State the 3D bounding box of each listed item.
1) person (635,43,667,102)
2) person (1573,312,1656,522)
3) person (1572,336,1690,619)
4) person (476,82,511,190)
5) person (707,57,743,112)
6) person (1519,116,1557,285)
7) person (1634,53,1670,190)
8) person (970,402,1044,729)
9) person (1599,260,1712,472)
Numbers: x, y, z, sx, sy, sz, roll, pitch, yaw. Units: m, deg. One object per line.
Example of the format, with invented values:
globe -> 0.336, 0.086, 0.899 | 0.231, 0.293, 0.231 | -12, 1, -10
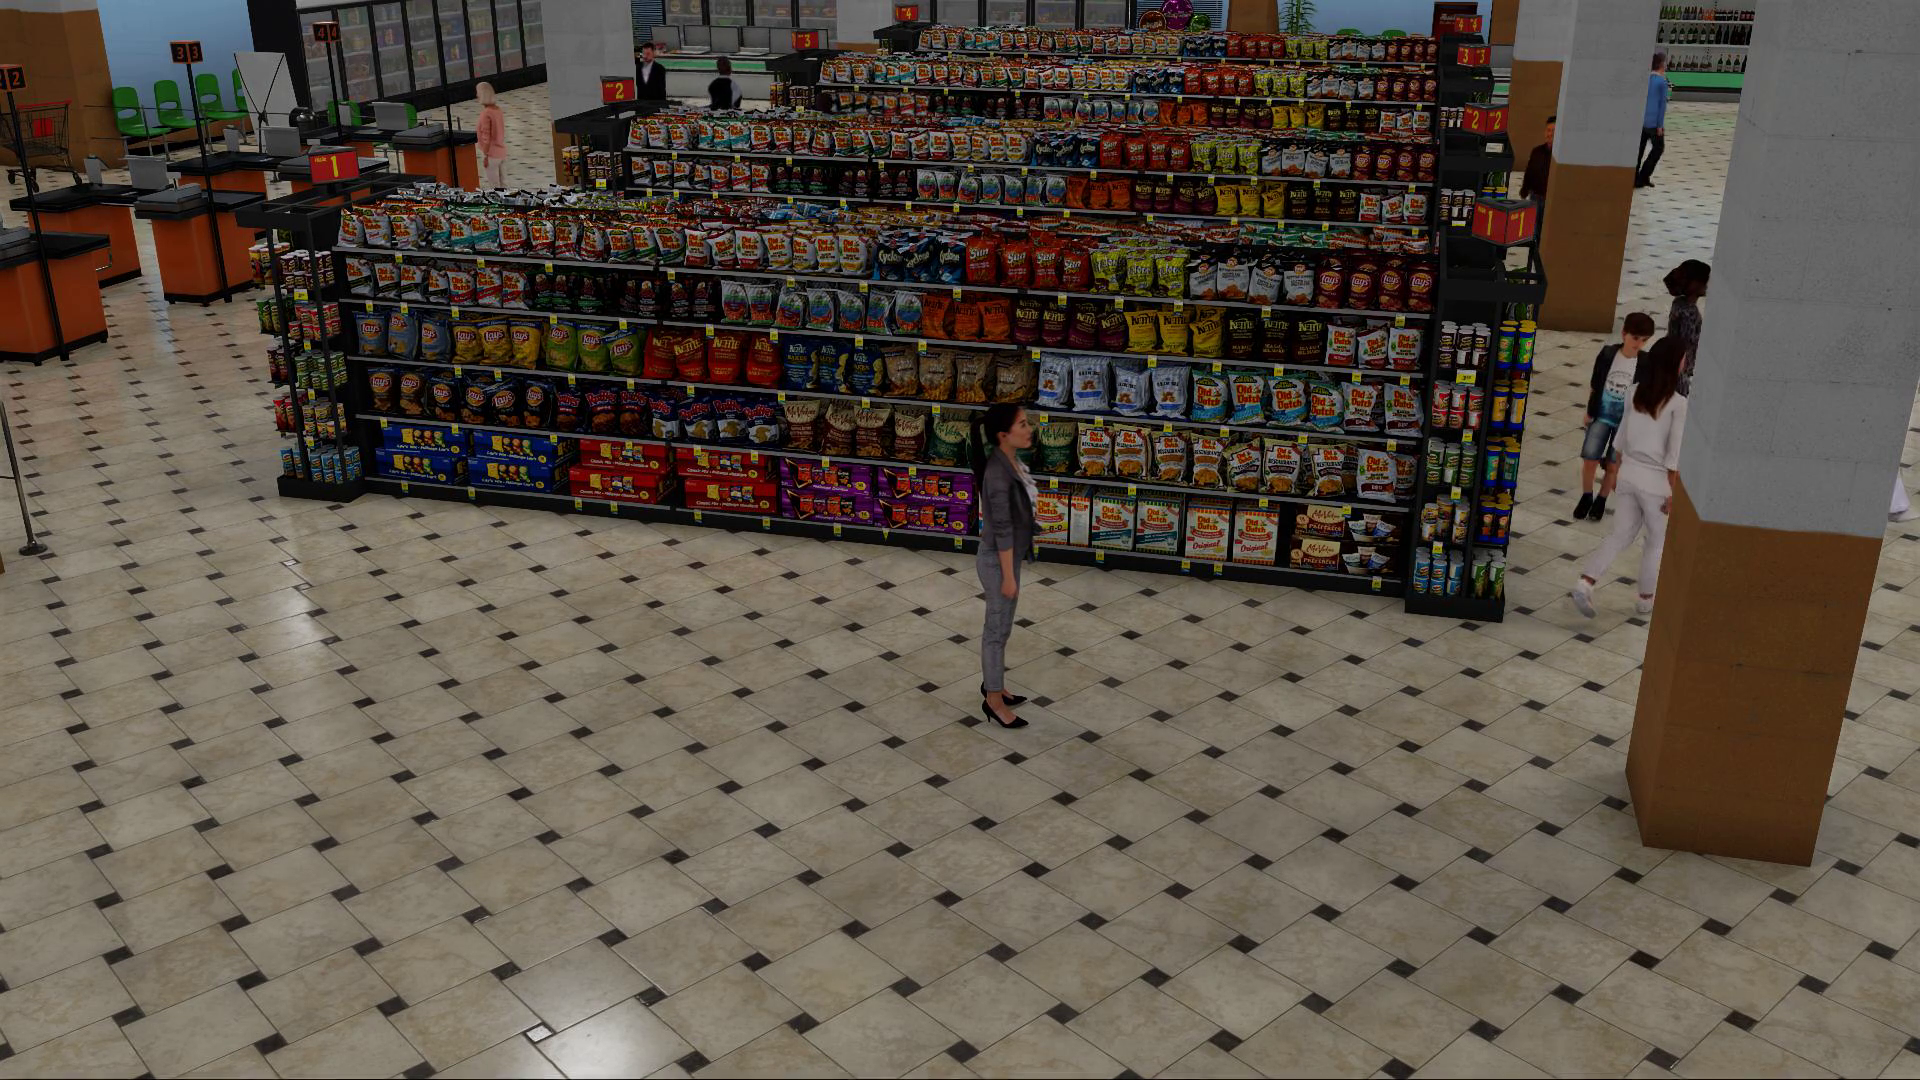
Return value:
person -> -4.401, -6.219, 23.921 | 0.910, 1.807, 0.836 | 11, 24, 25
person -> 4.337, -0.821, 10.989 | 0.544, 1.433, 0.664 | 12, 25, 26
person -> 3.844, -0.315, 9.413 | 1.058, 1.669, 1.010 | -13, 25, -29
person -> -5.662, -4.693, 20.234 | 0.533, 1.724, 0.608 | 4, 22, 10
person -> -3.140, -5.428, 21.958 | 1.110, 1.804, 0.873 | 10, 24, 23
person -> 6.075, -3.470, 17.145 | 0.929, 1.759, 0.899 | -19, 29, -39
person -> 9.260, -5.648, 22.508 | 0.847, 1.802, 0.800 | -10, 24, -24
person -> 0.211, 0.116, 8.329 | 0.650, 1.678, 0.664 | 1, 22, 3
person -> 4.688, -1.021, 11.130 | 0.843, 1.699, 0.589 | 6, 23, 15
